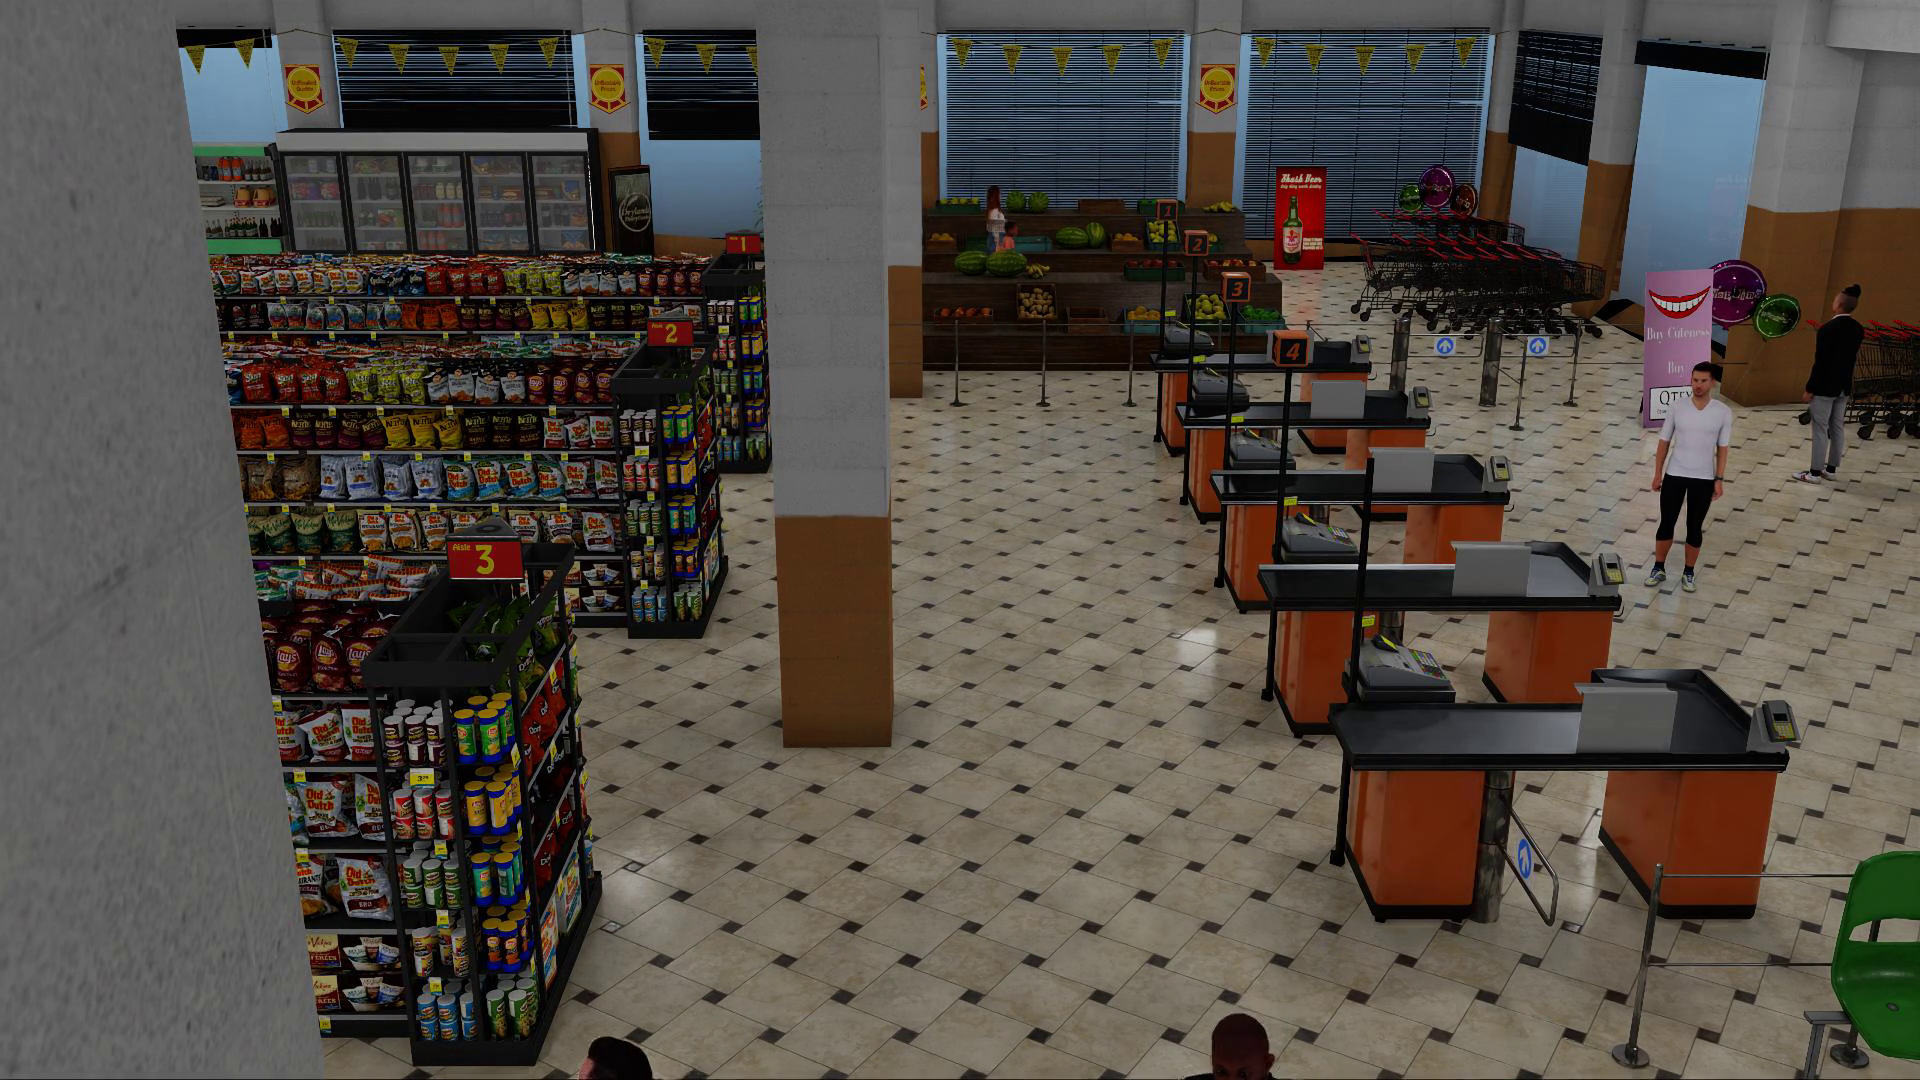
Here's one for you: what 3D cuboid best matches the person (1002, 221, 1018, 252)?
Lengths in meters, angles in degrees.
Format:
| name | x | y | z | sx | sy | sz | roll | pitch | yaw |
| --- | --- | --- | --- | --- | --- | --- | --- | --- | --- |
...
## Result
| name | x | y | z | sx | sy | sz | roll | pitch | yaw |
| --- | --- | --- | --- | --- | --- | --- | --- | --- | --- |
| person | 0.632 | -4.069 | 24.700 | 0.840 | 1.286 | 0.588 | 4 | 19 | 12 |

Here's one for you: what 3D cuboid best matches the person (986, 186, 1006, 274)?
| name | x | y | z | sx | sy | sz | roll | pitch | yaw |
| --- | --- | --- | --- | --- | --- | --- | --- | --- | --- |
| person | 0.522 | -4.522 | 25.349 | 0.523 | 1.729 | 0.595 | -2 | 19 | -5 |

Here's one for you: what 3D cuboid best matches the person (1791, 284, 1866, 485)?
| name | x | y | z | sx | sy | sz | roll | pitch | yaw |
| --- | --- | --- | --- | --- | --- | --- | --- | --- | --- |
| person | 8.448 | -1.516 | 16.092 | 0.687 | 1.948 | 0.847 | -8 | 20 | -21 |

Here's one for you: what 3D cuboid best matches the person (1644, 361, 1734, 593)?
| name | x | y | z | sx | sy | sz | roll | pitch | yaw |
| --- | --- | --- | --- | --- | --- | --- | --- | --- | --- |
| person | 5.831 | -0.519 | 13.286 | 0.670 | 1.851 | 0.819 | 9 | 21 | 25 |
